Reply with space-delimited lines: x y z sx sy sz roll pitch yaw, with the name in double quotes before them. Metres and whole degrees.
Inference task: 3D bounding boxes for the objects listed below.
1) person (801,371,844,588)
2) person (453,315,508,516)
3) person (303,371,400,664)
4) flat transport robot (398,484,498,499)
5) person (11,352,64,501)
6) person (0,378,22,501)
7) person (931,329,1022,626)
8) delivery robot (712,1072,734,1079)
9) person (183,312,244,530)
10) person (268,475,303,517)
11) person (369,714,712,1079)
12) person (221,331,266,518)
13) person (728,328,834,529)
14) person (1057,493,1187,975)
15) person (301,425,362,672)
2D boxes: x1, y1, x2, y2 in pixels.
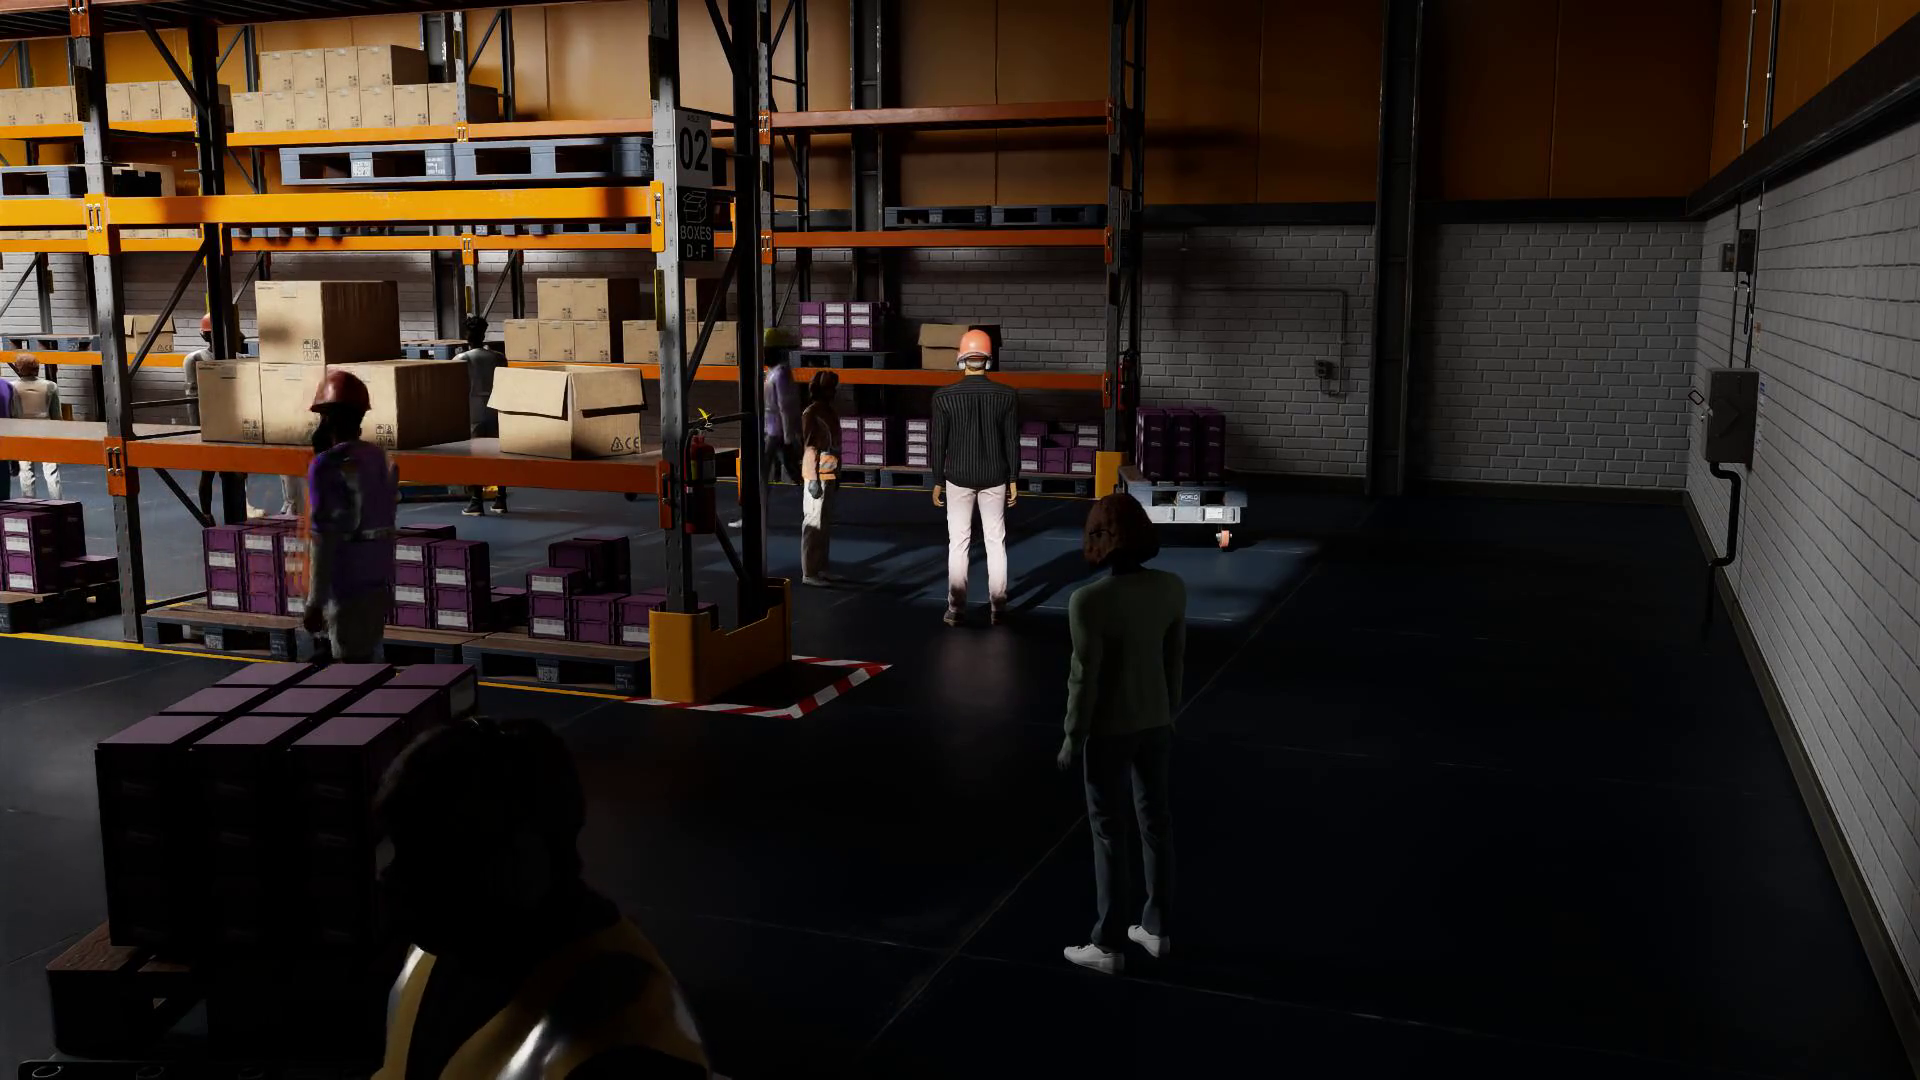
"person" -1.051 -0.468 12.655 0.311 1.638 0.523 3 9 15
"person" -4.702 -1.216 16.324 0.367 1.967 0.602 9 13 44
"person" -2.809 0.198 7.637 0.415 1.913 0.568 2 9 12
"flat transport robot" -5.573 -0.564 17.539 1.431 0.197 0.652 -2 9 -9
"person" -8.651 -0.928 15.540 0.523 1.638 0.311 -9 12 -43
"person" -7.766 -0.654 13.223 0.387 1.837 0.567 3 10 19
"person" 0.107 -0.409 11.172 0.617 1.994 0.381 -1 9 -7
"delivery robot" -0.836 1.433 3.816 0.477 0.478 0.707 6 11 33
"person" -6.627 -1.034 14.940 0.385 2.045 0.605 5 11 31
"person" -6.374 -1.063 15.632 0.356 1.882 0.574 -5 10 -27
"person" -0.539 1.113 2.141 0.431 1.835 0.629 -6 11 -34
"person" -7.051 -1.136 16.216 0.429 1.842 0.637 -7 11 -37
"person" -1.653 -1.045 15.528 0.980 1.882 0.589 -1 9 -9
"person" 0.550 0.652 5.640 0.499 1.633 0.283 -6 11 -35
"person" -3.132 0.232 8.175 0.577 1.672 0.537 -6 11 -31
